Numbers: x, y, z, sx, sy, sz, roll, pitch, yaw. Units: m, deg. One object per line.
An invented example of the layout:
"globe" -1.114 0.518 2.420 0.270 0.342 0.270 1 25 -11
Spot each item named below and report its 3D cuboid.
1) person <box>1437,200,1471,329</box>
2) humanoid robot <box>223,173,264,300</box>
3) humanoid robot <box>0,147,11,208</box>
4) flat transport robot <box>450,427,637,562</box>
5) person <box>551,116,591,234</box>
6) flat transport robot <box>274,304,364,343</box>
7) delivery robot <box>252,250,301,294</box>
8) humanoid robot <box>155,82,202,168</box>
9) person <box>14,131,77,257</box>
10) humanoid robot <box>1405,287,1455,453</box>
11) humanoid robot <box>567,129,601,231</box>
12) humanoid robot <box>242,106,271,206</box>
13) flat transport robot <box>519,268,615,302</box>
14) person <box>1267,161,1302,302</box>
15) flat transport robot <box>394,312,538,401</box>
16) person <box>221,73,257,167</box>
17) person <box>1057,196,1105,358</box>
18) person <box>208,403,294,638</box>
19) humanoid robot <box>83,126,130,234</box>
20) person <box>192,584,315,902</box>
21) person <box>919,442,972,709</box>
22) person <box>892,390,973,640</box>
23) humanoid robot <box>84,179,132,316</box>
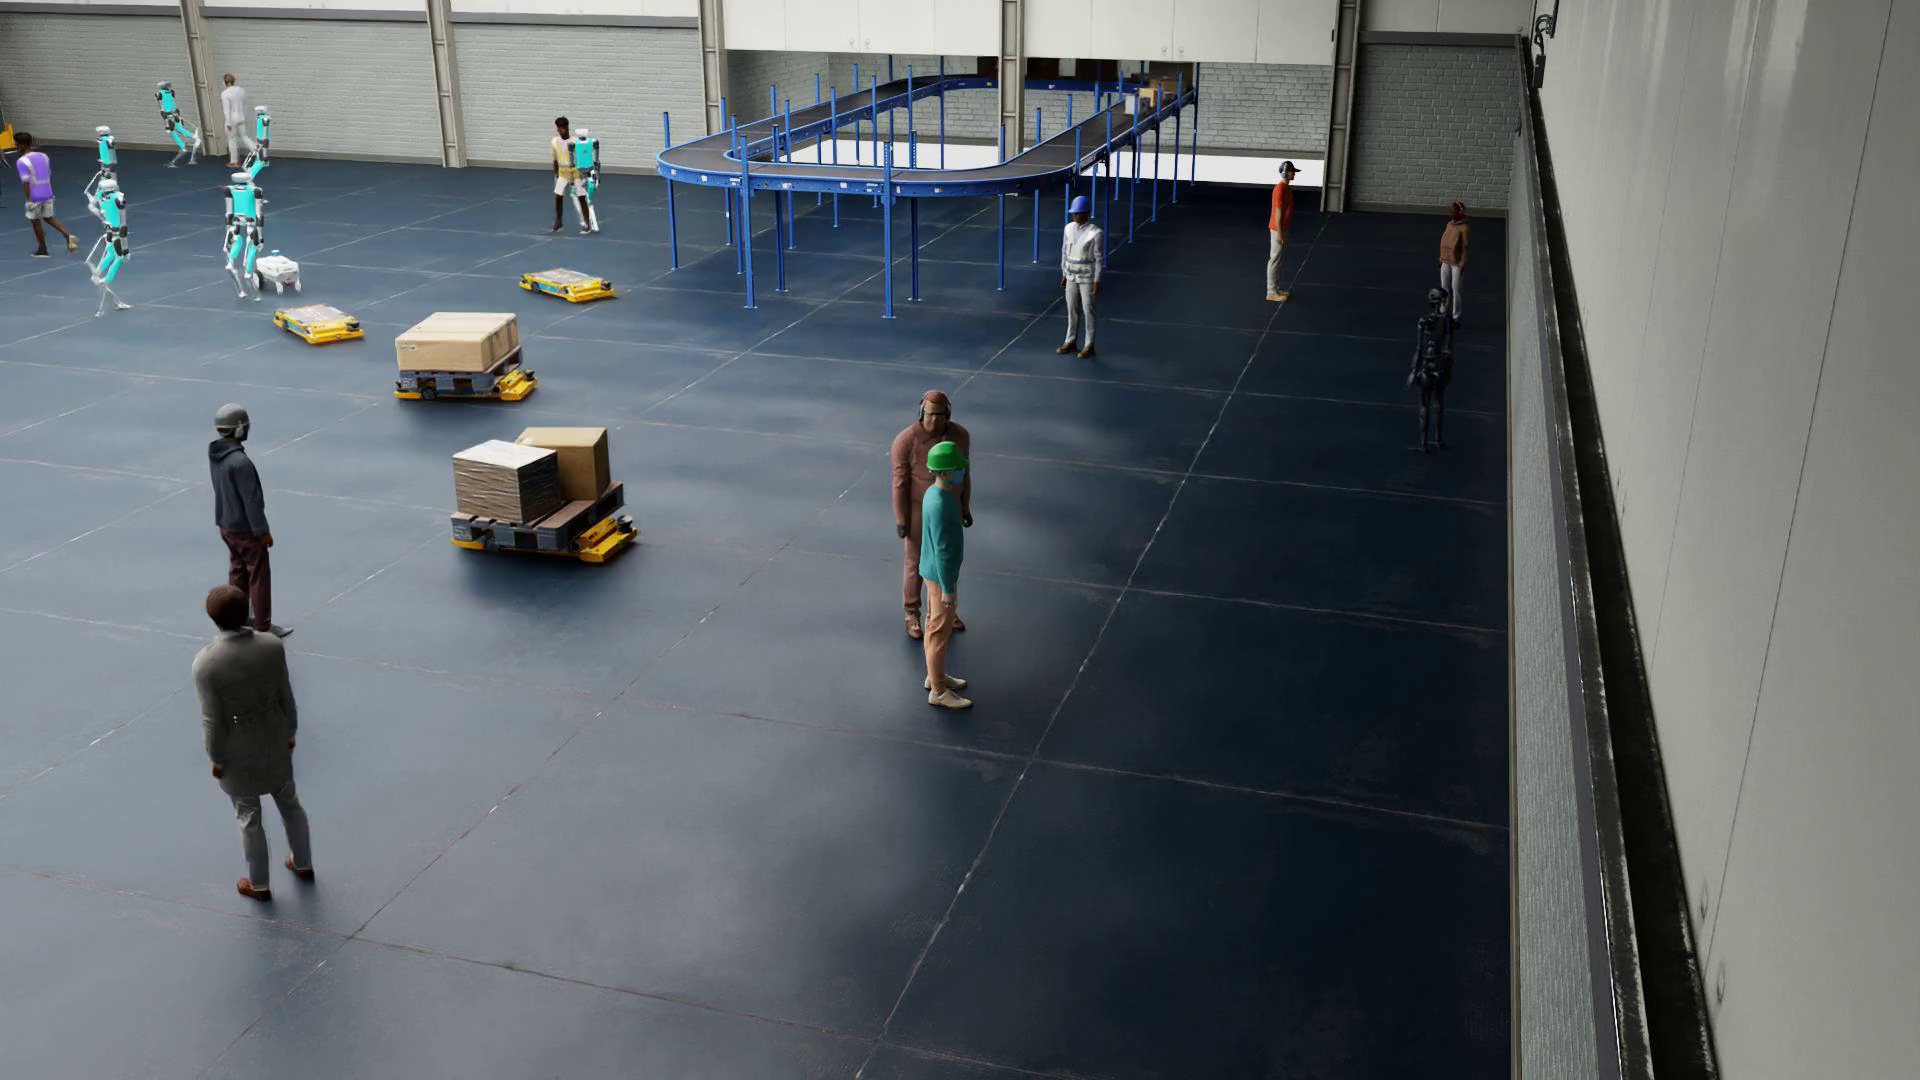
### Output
"person" 6.381 -3.558 21.479 0.309 1.649 0.468 -10 23 -24
"humanoid robot" -9.825 -4.058 22.704 0.552 1.792 0.824 1 21 4
"humanoid robot" -17.390 -6.793 29.837 0.353 1.653 0.602 7 22 18
"flat transport robot" -3.586 -0.063 14.340 1.431 0.231 0.659 6 22 15
"person" -6.456 -6.029 27.507 0.639 1.937 0.476 4 21 11
"flat transport robot" -8.274 -2.790 21.413 0.659 0.231 1.431 -17 27 -36
"delivery robot" -9.734 -3.819 23.713 0.803 0.614 0.499 20 28 41
"humanoid robot" -16.080 -8.536 34.276 0.952 1.754 0.546 3 21 8
"person" -14.164 -5.314 25.635 0.683 1.945 0.628 6 22 16
"humanoid robot" 4.727 -1.705 16.633 0.609 1.656 0.304 -15 26 -34
"humanoid robot" -6.308 -6.007 27.747 0.548 1.744 0.931 -10 23 -24
"humanoid robot" -12.824 -6.928 30.139 0.813 1.799 0.532 -12 24 -28
"flat transport robot" -5.575 -3.612 23.547 1.431 0.231 0.659 19 28 41
"person" 4.468 -4.273 22.982 0.394 1.912 0.474 8 22 19
"flat transport robot" -5.560 -1.752 18.723 1.431 0.231 0.659 1 21 3
"person" -14.922 -8.671 34.381 0.769 1.918 0.636 9 23 22
"person" 1.465 -3.176 20.084 0.604 1.948 0.399 20 29 41
"person" -5.332 -0.134 12.397 0.547 1.800 0.391 20 28 41
"humanoid robot" -14.183 -5.884 27.408 0.692 1.798 0.546 -18 27 -39
"person" -3.889 1.110 9.134 0.366 1.828 0.520 18 27 39
"person" -0.105 0.227 11.356 0.350 1.875 0.515 -1 21 -3
"person" -0.183 -0.198 12.421 0.642 1.904 0.403 -11 23 -25
"humanoid robot" -11.469 -3.833 22.212 0.556 1.883 0.809 19 28 40
